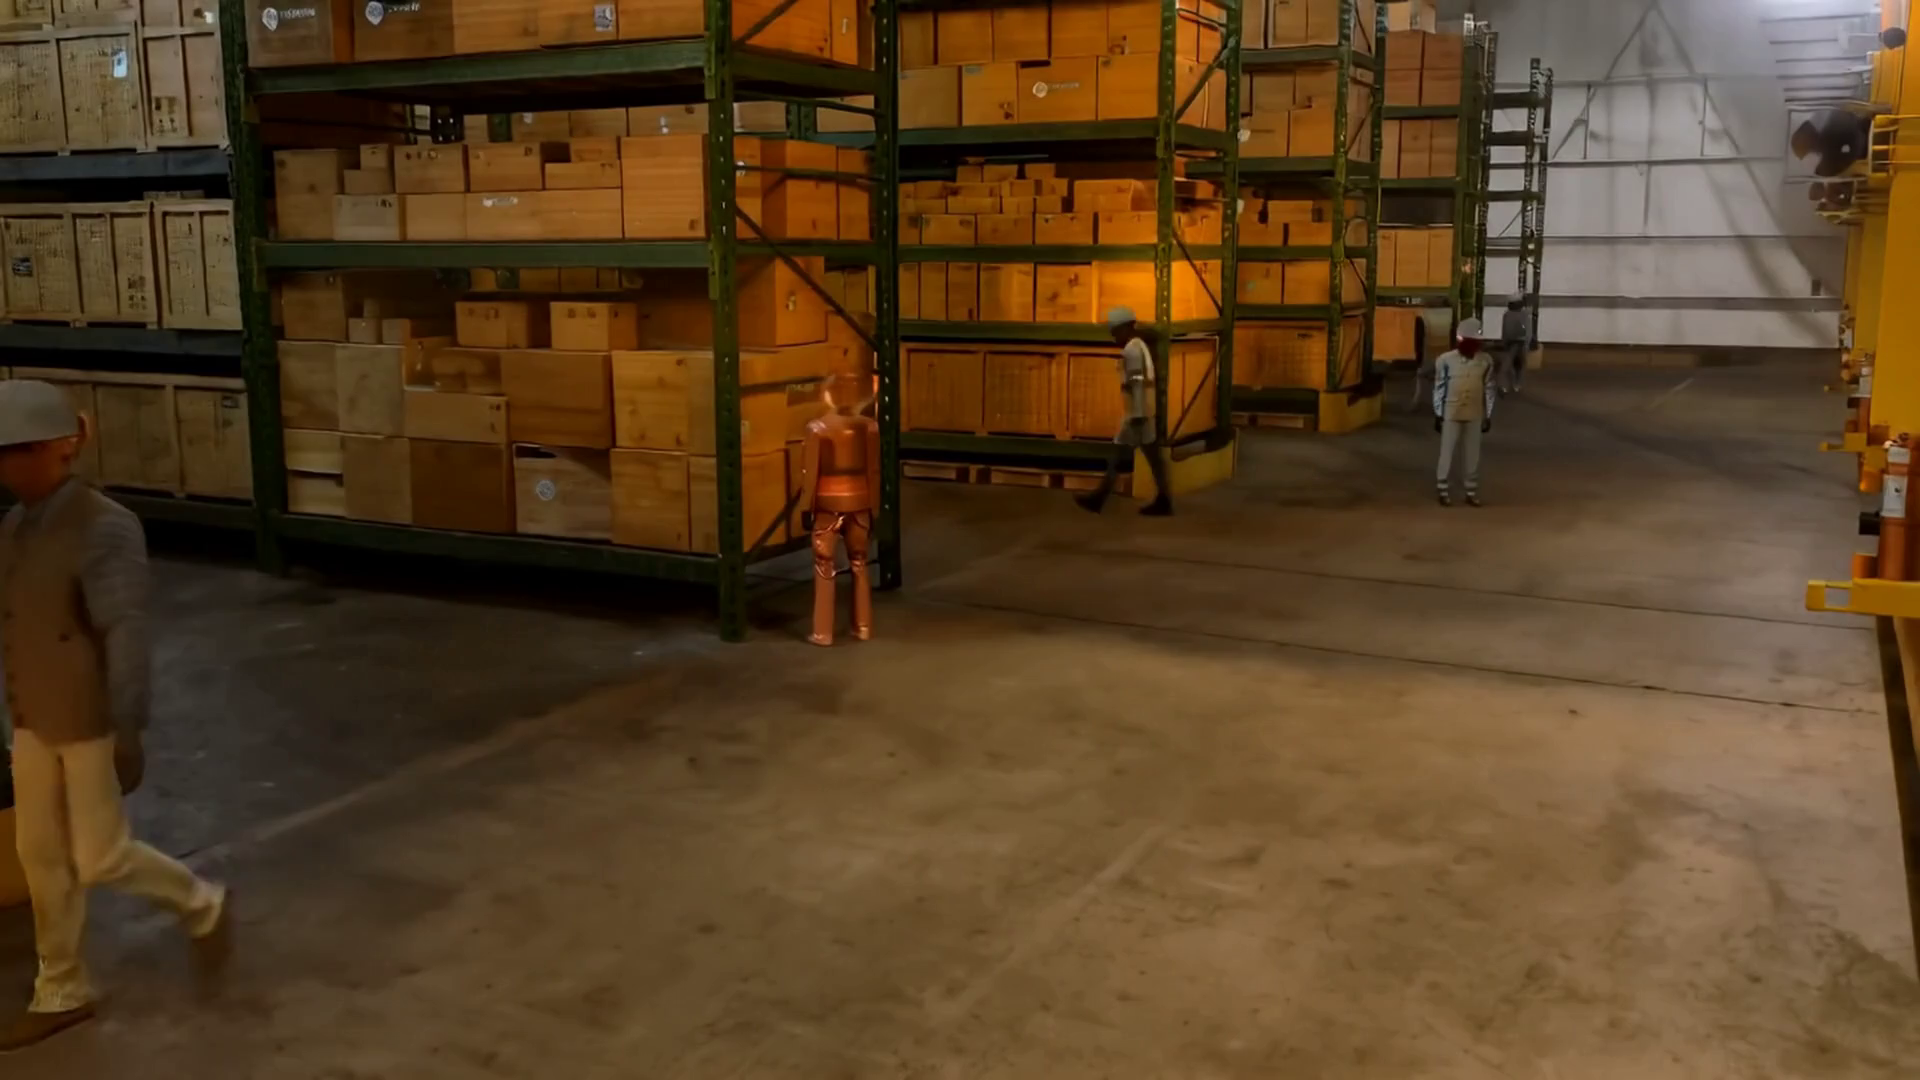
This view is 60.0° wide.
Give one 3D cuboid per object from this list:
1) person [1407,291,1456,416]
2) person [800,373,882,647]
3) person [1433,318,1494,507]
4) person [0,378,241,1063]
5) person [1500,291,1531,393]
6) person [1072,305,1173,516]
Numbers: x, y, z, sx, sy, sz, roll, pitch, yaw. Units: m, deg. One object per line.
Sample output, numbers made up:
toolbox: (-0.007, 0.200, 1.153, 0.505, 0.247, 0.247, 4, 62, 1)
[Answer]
person: (6.710, -2.612, 23.525, 0.712, 1.783, 0.958, -1, 10, -8)
person: (-0.699, -0.179, 9.909, 0.526, 1.628, 0.313, -5, 11, -29)
person: (4.632, -1.167, 15.287, 0.566, 1.745, 0.349, -1, 10, -5)
person: (-2.576, 0.507, 4.911, 0.634, 1.979, 0.672, 5, 11, 25)
person: (9.249, -3.290, 27.722, 0.491, 1.695, 0.904, 4, 11, 24)
person: (1.479, -1.144, 14.822, 0.971, 1.857, 0.618, 4, 10, 20)
